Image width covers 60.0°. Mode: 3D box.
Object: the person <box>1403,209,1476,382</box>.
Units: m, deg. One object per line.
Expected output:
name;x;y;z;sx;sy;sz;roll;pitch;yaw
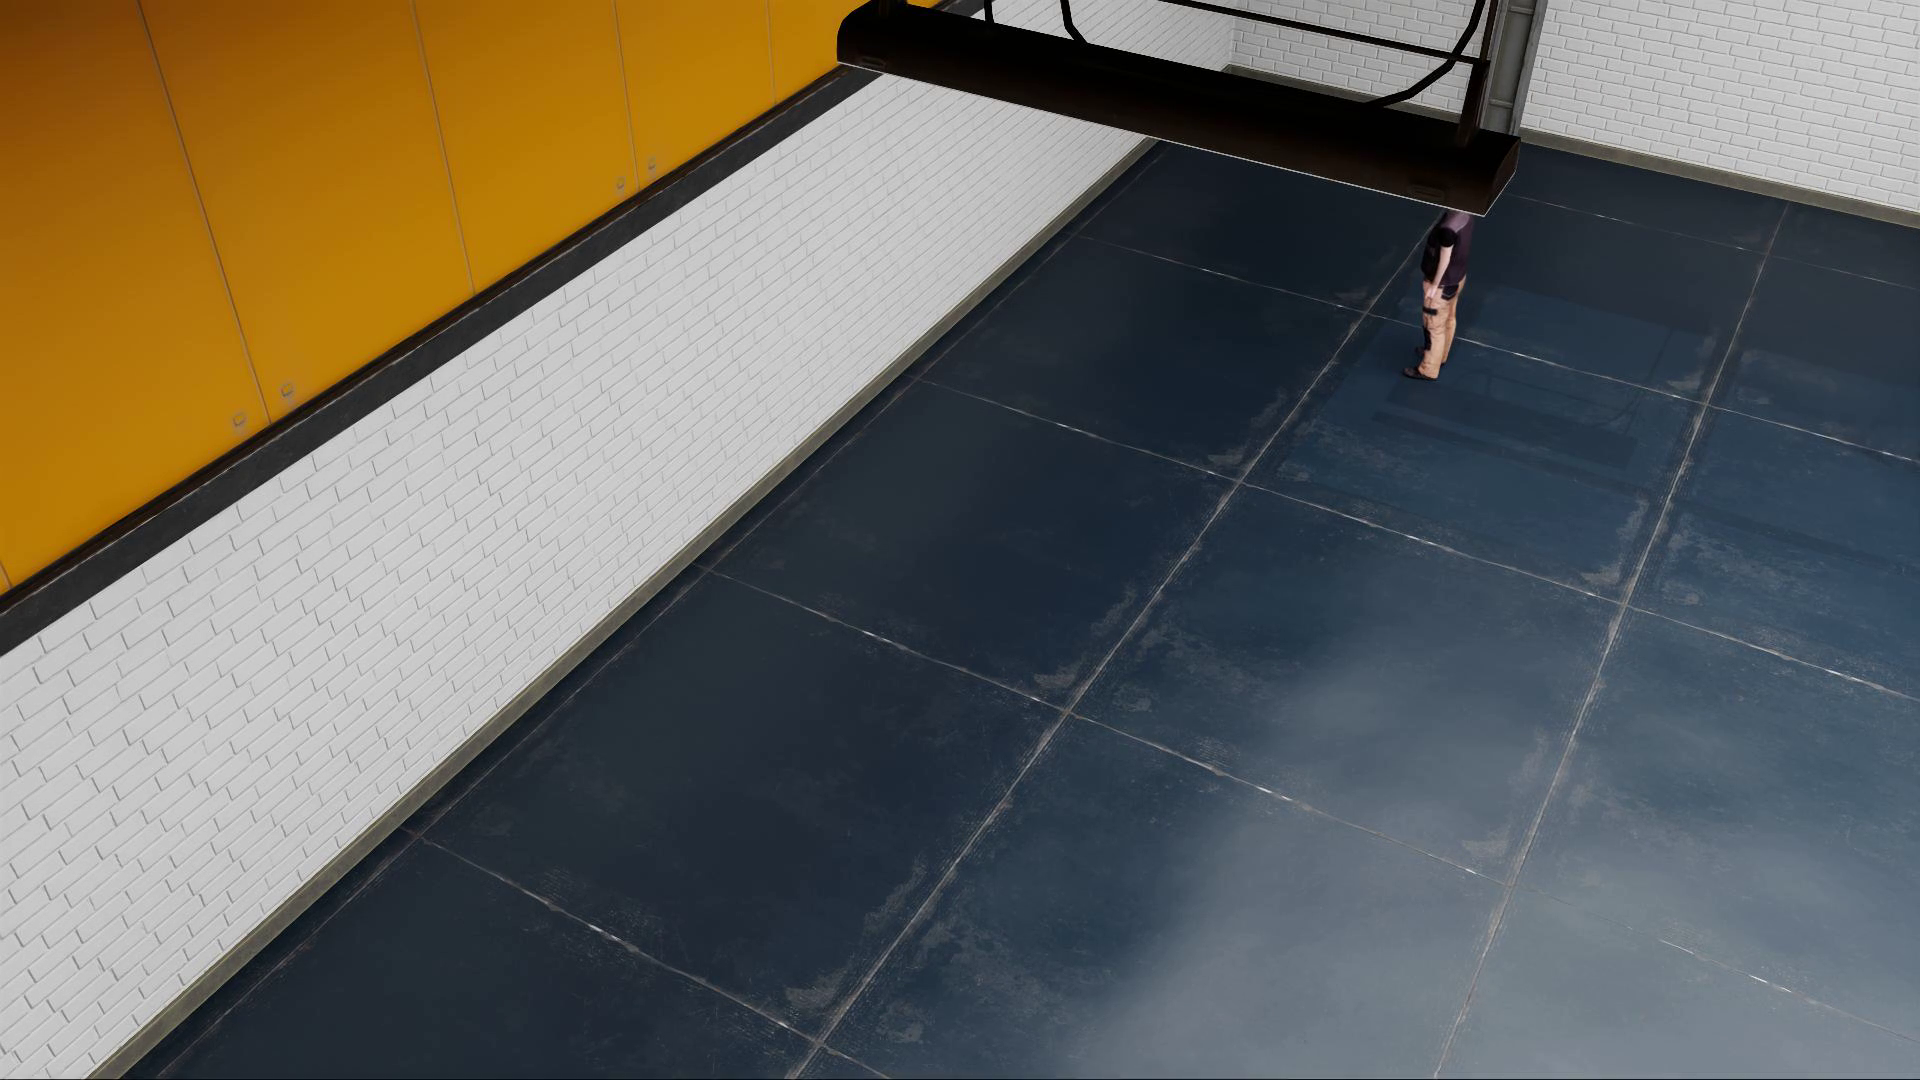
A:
person;4.078;-2.201;13.929;0.581;1.841;0.684;21;43;25
